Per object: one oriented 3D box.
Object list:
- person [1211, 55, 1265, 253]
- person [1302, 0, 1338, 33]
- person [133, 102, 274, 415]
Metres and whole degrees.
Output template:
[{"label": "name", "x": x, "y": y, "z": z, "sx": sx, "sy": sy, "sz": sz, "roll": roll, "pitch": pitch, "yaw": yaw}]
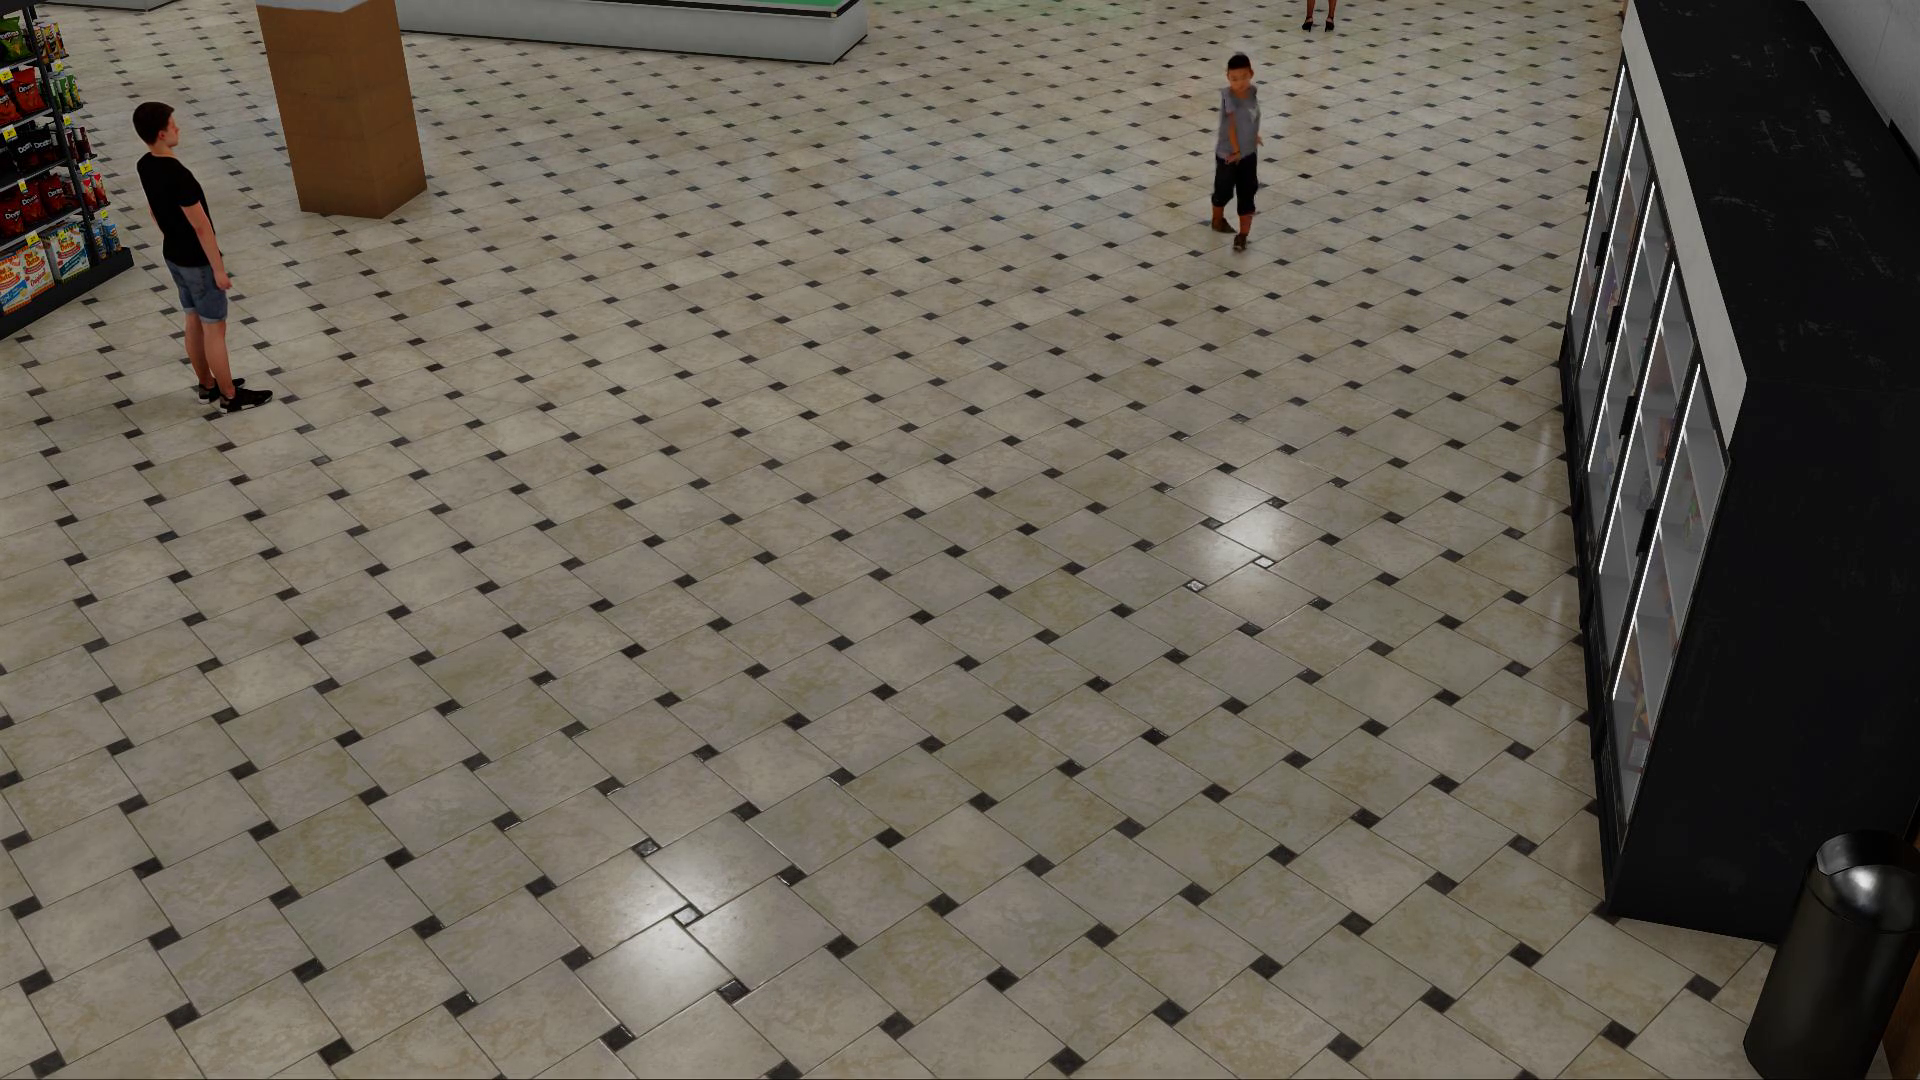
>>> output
[{"label": "person", "x": 1.997, "y": -2.883, "z": 12.045, "sx": 0.900, "sy": 1.423, "sz": 0.864, "roll": -13, "pitch": 34, "yaw": -20}, {"label": "person", "x": 3.709, "y": -6.051, "z": 16.798, "sx": 0.499, "sy": 1.781, "sz": 0.672, "roll": 3, "pitch": 32, "yaw": 5}, {"label": "person", "x": -4.455, "y": -1.626, "z": 9.624, "sx": 0.641, "sy": 1.847, "sz": 0.792, "roll": 23, "pitch": 38, "yaw": 32}]
